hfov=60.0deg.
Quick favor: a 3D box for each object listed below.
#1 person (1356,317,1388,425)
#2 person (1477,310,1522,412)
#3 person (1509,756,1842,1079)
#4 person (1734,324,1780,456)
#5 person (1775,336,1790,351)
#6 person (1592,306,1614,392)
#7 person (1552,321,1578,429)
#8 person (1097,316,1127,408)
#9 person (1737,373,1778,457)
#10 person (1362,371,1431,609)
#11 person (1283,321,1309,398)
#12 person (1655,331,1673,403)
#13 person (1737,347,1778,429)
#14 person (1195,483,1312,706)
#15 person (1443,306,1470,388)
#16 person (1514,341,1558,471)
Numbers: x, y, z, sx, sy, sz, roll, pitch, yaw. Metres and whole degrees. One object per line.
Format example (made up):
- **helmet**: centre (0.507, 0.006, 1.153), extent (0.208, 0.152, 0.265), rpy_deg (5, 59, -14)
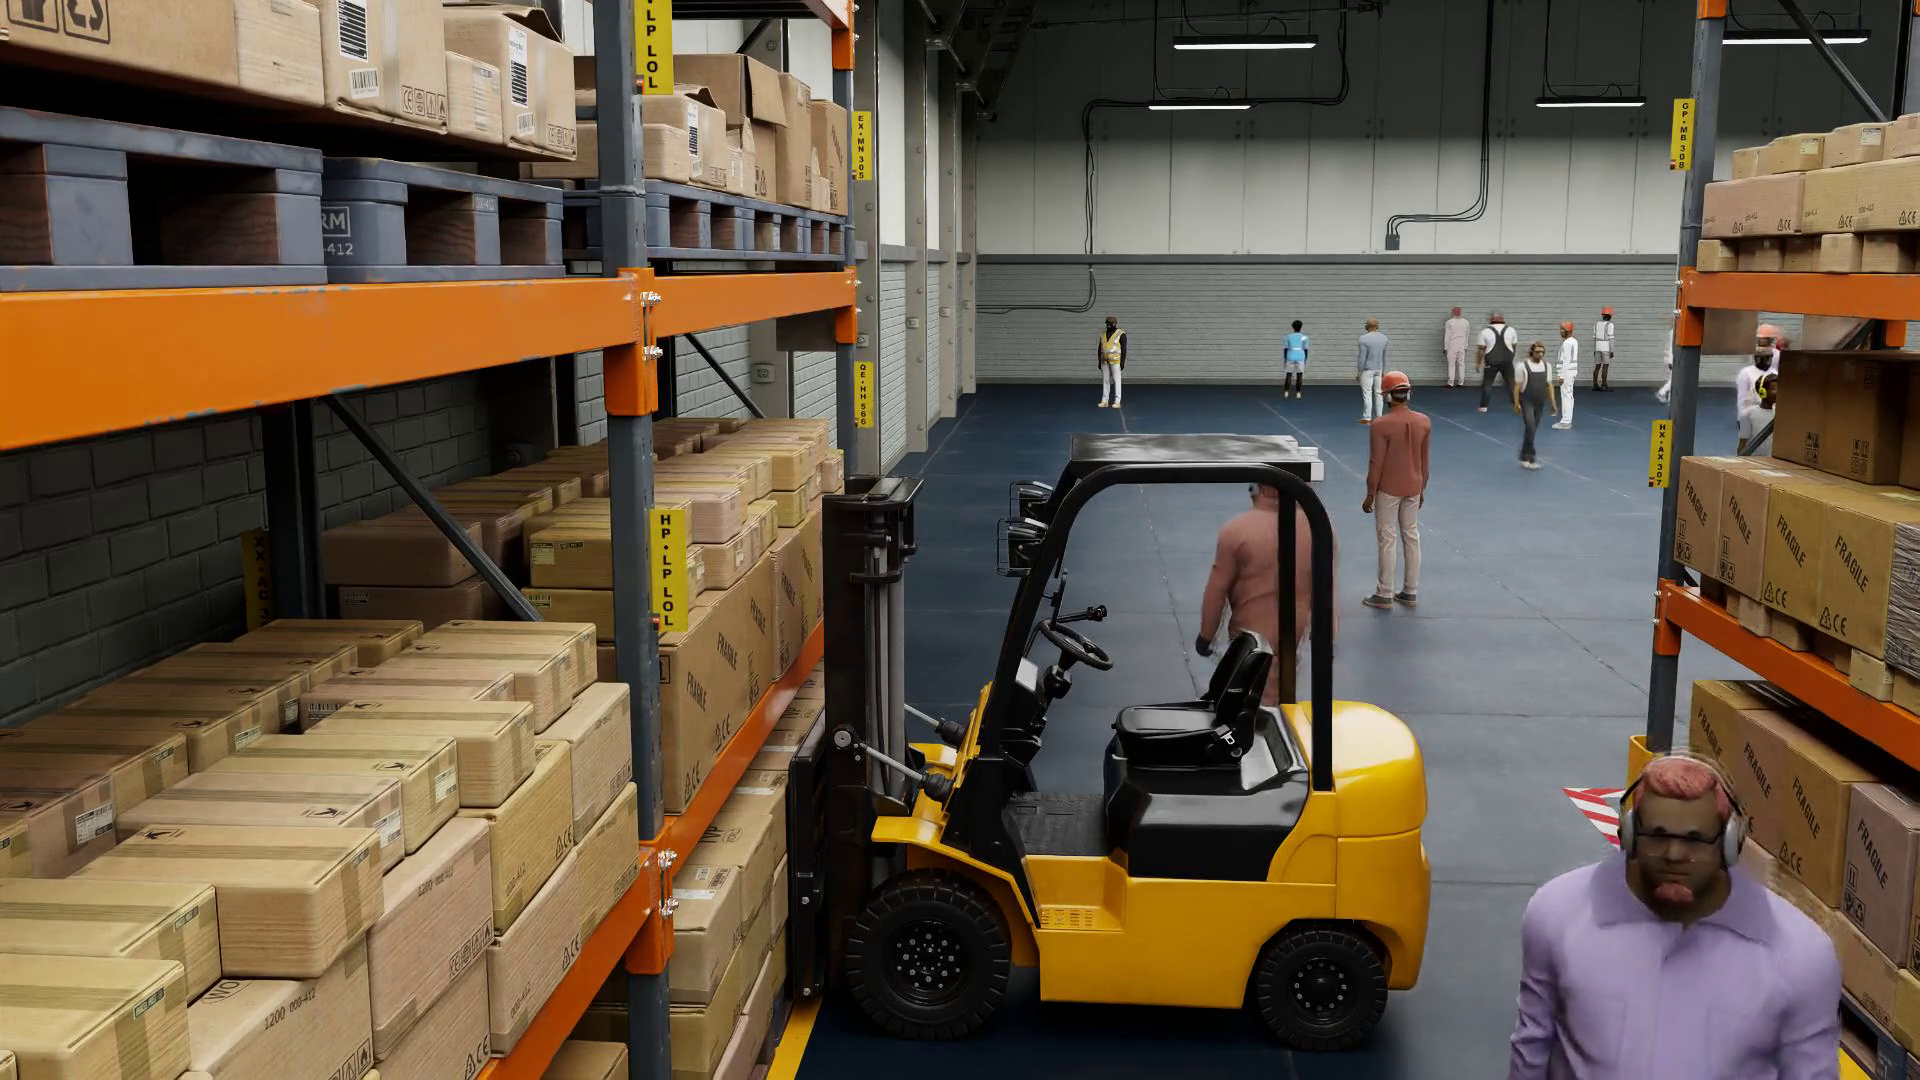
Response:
- **person**: centre (7.390, -3.024, 29.886), extent (0.630, 1.935, 0.366), rpy_deg (-4, 10, -25)
- **person**: centre (10.570, -3.506, 32.488), extent (0.906, 2.000, 0.642), rpy_deg (2, 10, 11)
- **person**: centre (1.518, 1.358, 3.582), extent (0.657, 1.864, 0.976), rpy_deg (4, 10, 22)
- **person**: centre (11.993, -2.208, 24.728), extent (0.916, 2.013, 0.609), rpy_deg (-2, 10, -10)
- **person**: centre (12.482, -2.214, 25.399), extent (0.583, 1.791, 0.961), rpy_deg (-4, 10, -21)
- **person**: centre (14.660, -4.335, 37.822), extent (0.371, 1.935, 0.551), rpy_deg (-4, 10, -25)
- **person**: centre (10.671, -2.900, 29.287), extent (0.355, 1.886, 0.573), rpy_deg (6, 11, 31)
- **person**: centre (3.047, -3.585, 33.567), extent (0.632, 1.842, 0.429), rpy_deg (7, 12, 37)
- **person**: centre (7.447, -0.608, 15.441), extent (0.531, 1.871, 0.316), rpy_deg (-2, 10, -15)
- **person**: centre (3.645, -0.418, 13.943), extent (0.611, 1.985, 0.394), rpy_deg (-4, 10, -24)
- **person**: centre (7.267, -3.900, 35.987), extent (0.540, 1.674, 0.360), rpy_deg (3, 10, 16)
- **person**: centre (14.587, -3.664, 33.958), extent (0.464, 1.869, 0.614), rpy_deg (7, 12, 38)
- **person**: centre (10.349, -1.605, 21.634), extent (0.631, 1.825, 0.650), rpy_deg (-2, 10, -13)
- **person**: centre (1.602, 0.473, 8.929), extent (0.663, 1.855, 0.976), rpy_deg (-4, 10, -25)
- **person**: centre (11.621, -4.524, 39.059), extent (0.642, 1.910, 0.401), rpy_deg (-3, 10, -17)
- **person**: centre (8.076, -1.869, 23.252), extent (0.527, 1.808, 0.848), rpy_deg (-2, 10, -14)
